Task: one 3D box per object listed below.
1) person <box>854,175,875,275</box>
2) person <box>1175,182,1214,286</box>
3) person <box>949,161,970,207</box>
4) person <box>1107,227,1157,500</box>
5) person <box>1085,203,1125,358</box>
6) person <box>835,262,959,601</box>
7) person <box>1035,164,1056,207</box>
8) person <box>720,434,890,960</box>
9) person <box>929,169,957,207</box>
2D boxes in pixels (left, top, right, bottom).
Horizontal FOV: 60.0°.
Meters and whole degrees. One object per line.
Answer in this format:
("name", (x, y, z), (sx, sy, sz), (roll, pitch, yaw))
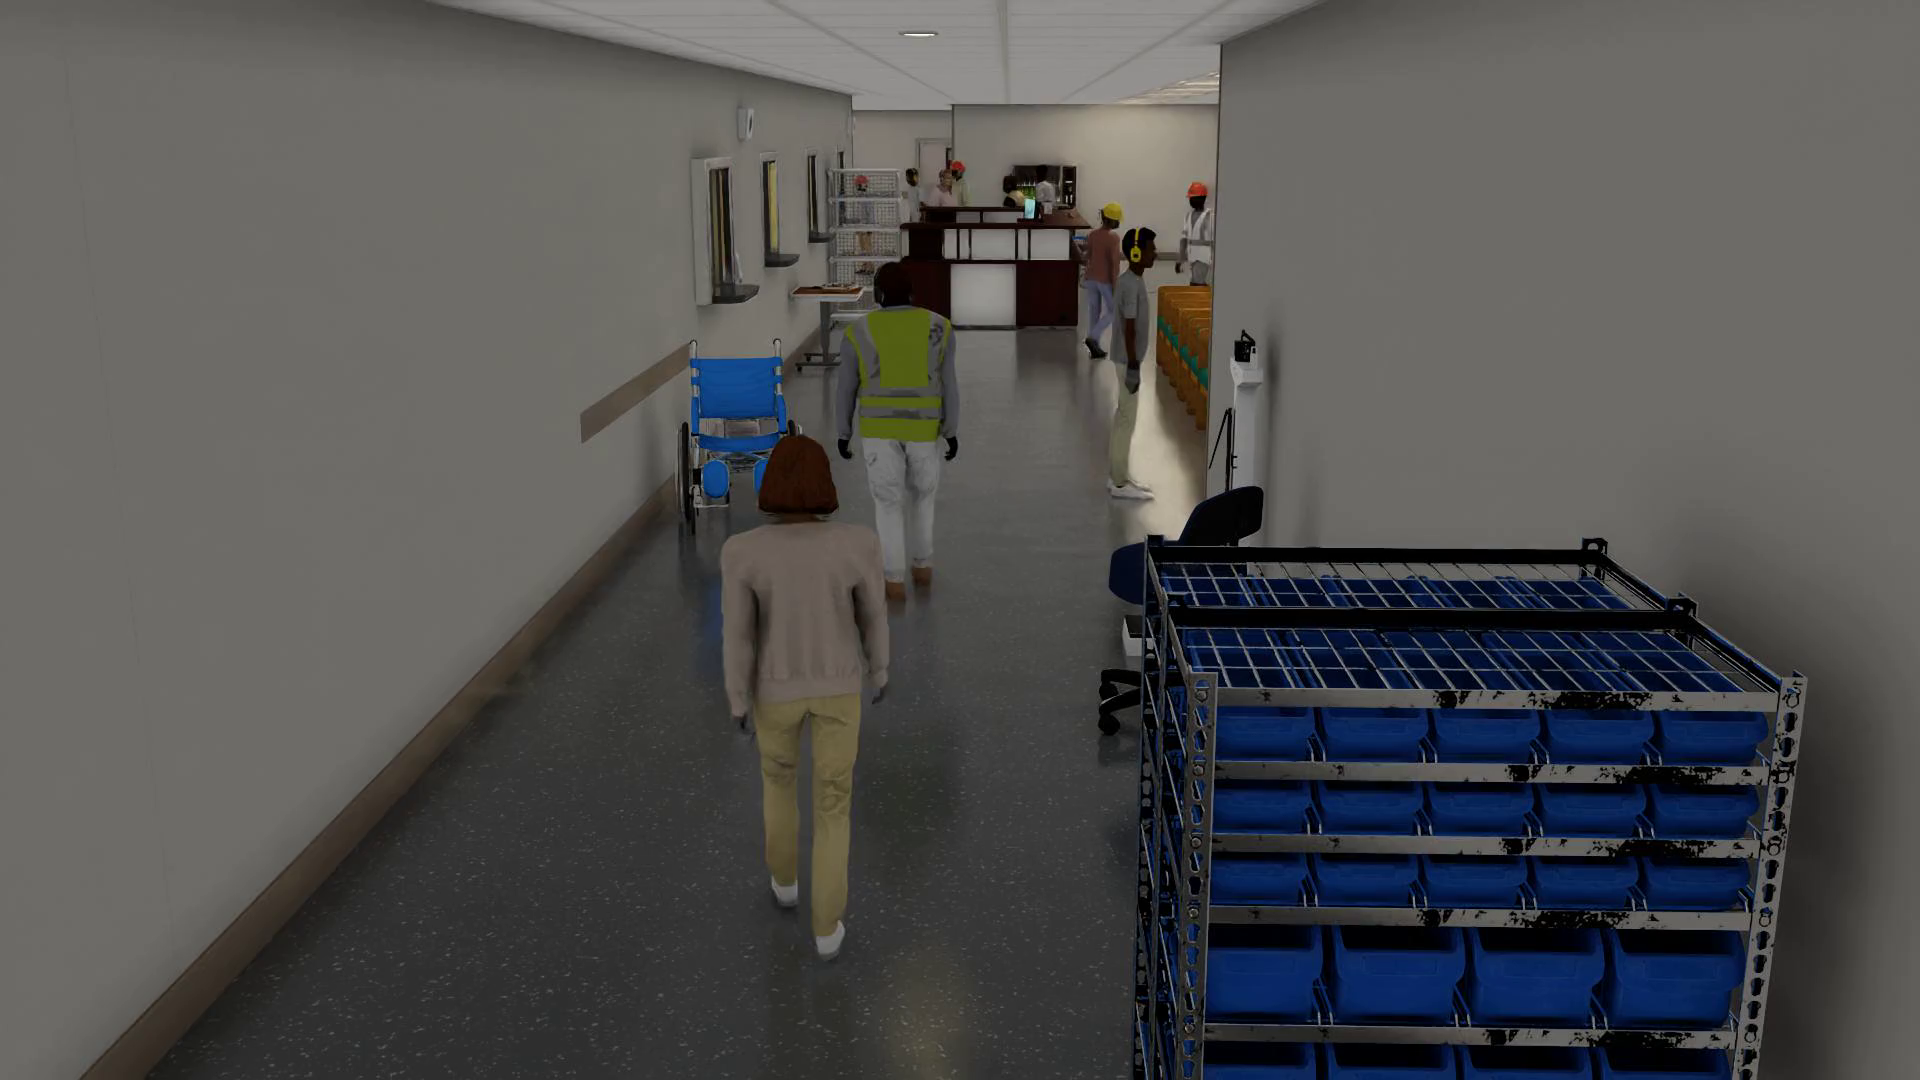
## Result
("person", (-1.712, -5.571, 29.434), (0.347, 1.746, 0.573), (-6, 15, -24))
("person", (3.015, -3.557, 20.989), (0.993, 1.889, 0.564), (-8, 16, -30))
("person", (-0.006, -5.758, 29.701), (0.466, 1.983, 0.637), (-6, 15, -24))
("person", (1.200, -1.220, 11.551), (0.329, 1.863, 0.513), (1, 14, 3))
("person", (1.565, -2.872, 18.490), (0.435, 1.733, 0.548), (-12, 18, -40))
("person", (-0.363, -0.614, 9.153), (0.660, 1.825, 0.684), (-2, 14, -9))
("person", (1.553, -5.784, 29.937), (0.652, 1.927, 0.679), (8, 16, 28))
("person", (-0.477, 0.462, 5.249), (0.515, 1.610, 0.705), (-1, 14, -3))
("person", (-0.228, -4.994, 26.773), (0.401, 1.906, 0.651), (8, 16, 29))
